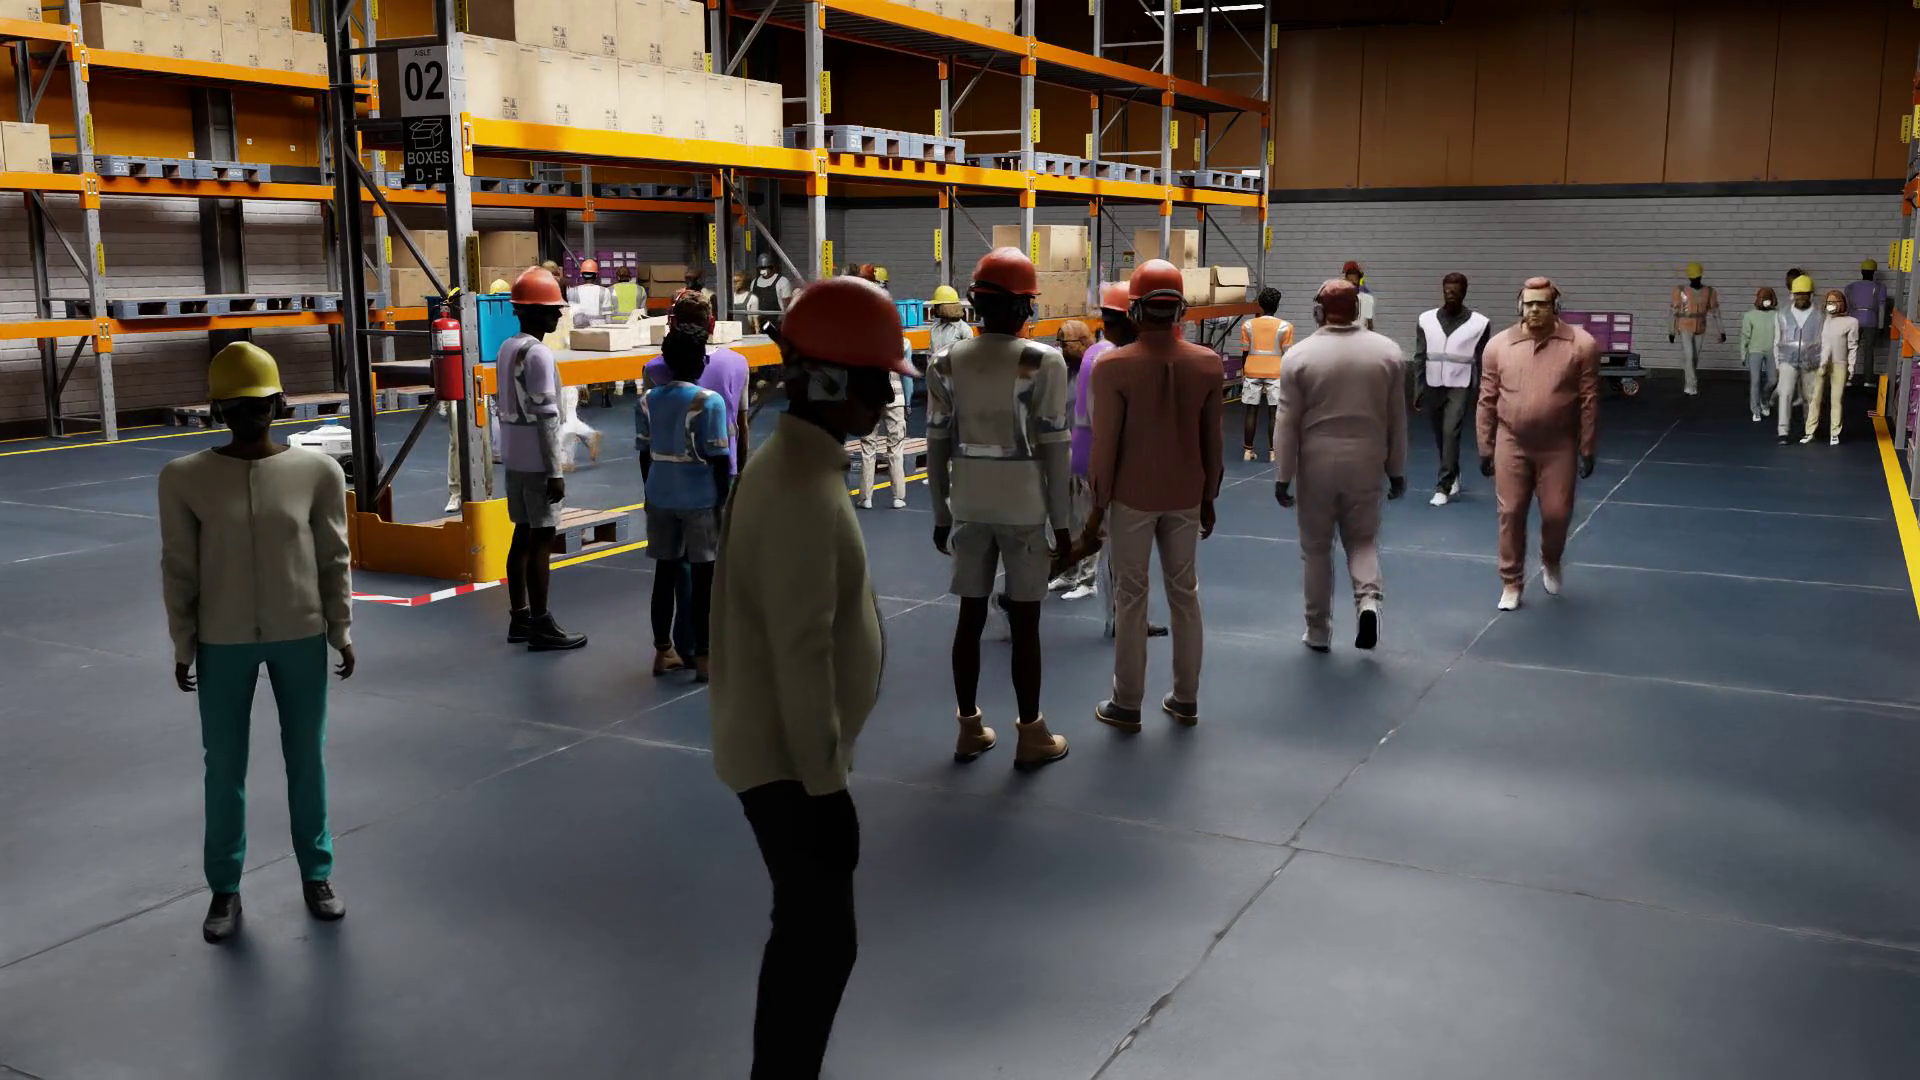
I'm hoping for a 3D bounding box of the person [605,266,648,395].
[{"bbox_3d":[-4.773,-2.994,23.789,0.627,1.843,0.429,-4,10,-20],"label":"person"}]

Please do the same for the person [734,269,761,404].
[{"bbox_3d":[-2.838,-2.638,21.812,0.514,1.821,0.856,5,11,26],"label":"person"}]

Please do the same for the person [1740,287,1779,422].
[{"bbox_3d":[9.678,-2.239,20.037,0.531,1.619,0.405,3,10,17],"label":"person"}]

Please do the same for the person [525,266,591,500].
[{"bbox_3d":[-3.346,-1.263,13.552,0.588,1.910,0.631,-8,12,-38],"label":"person"}]

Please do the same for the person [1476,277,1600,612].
[{"bbox_3d":[3.265,-0.543,9.449,0.668,1.889,0.489,4,11,24],"label":"person"}]

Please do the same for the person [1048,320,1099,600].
[{"bbox_3d":[0.660,-0.460,9.763,0.280,1.618,0.498,-4,11,-23],"label":"person"}]

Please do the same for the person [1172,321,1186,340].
[{"bbox_3d":[3.513,-3.421,26.533,0.369,1.752,0.549,2,10,13],"label":"person"}]

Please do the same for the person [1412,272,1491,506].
[{"bbox_3d":[4.040,-1.253,13.617,0.579,1.880,0.969,7,12,34],"label":"person"}]

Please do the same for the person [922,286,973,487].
[{"bbox_3d":[-0.106,-1.324,14.408,0.492,1.740,0.316,8,13,40],"label":"person"}]

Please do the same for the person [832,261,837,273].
[{"bbox_3d":[-1.754,-2.652,21.362,0.378,1.995,0.609,-3,10,-17],"label":"person"}]

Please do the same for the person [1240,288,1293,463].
[{"bbox_3d":[2.958,-1.583,16.065,0.530,1.686,0.322,4,11,23],"label":"person"}]

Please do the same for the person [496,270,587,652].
[{"bbox_3d":[-2.152,-0.405,8.518,0.376,1.936,0.549,-7,12,-35],"label":"person"}]

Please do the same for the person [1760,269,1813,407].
[{"bbox_3d":[10.889,-2.649,21.867,0.996,1.814,0.513,-3,10,-16],"label":"person"}]

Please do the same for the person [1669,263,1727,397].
[{"bbox_3d":[10.450,-2.963,23.532,0.721,1.874,0.843,0,10,-2],"label":"person"}]

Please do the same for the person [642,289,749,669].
[{"bbox_3d":[-1.274,-0.289,8.113,0.564,1.846,0.390,-8,13,-39],"label":"person"}]

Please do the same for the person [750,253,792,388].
[{"bbox_3d":[-2.886,-3.300,24.982,0.689,2.000,0.535,4,11,23],"label":"person"}]

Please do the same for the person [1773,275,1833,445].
[{"bbox_3d":[8.967,-1.922,17.720,0.578,1.803,0.880,6,11,30],"label":"person"}]

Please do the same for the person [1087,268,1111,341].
[{"bbox_3d":[2.072,-3.344,25.805,0.665,1.856,0.989,3,10,18],"label":"person"}]

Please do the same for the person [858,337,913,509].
[{"bbox_3d":[-0.626,-1.048,13.133,0.516,1.633,0.313,0,10,-2],"label":"person"}]

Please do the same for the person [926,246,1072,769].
[{"bbox_3d":[0.165,-0.121,6.563,0.605,2.045,0.388,5,11,27],"label":"person"}]

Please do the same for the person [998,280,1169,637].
[{"bbox_3d":[0.641,-0.396,8.633,0.863,1.895,0.572,-1,10,-3],"label":"person"}]

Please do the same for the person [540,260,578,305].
[{"bbox_3d":[-4.866,-2.368,19.880,0.632,1.940,0.372,-4,11,-21],"label":"person"}]

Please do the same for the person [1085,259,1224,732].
[{"bbox_3d":[0.819,-0.183,7.067,0.623,1.993,0.385,-4,10,-20],"label":"person"}]

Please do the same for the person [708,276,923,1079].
[{"bbox_3d":[-0.297,0.444,3.502,0.454,1.971,0.634,-1,10,-8],"label":"person"}]

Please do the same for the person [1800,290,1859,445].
[{"bbox_3d":[9.187,-1.817,17.572,0.507,1.632,0.268,8,12,38],"label":"person"}]

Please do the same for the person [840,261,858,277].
[{"bbox_3d":[-1.351,-2.838,22.696,0.848,1.916,0.640,1,10,5],"label":"person"}]

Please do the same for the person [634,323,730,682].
[{"bbox_3d":[-1.295,-0.177,7.892,0.540,1.696,0.317,6,11,31],"label":"person"}]

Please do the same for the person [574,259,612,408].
[{"bbox_3d":[-4.814,-2.684,21.713,0.552,1.935,0.374,-2,10,-11],"label":"person"}]

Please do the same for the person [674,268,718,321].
[{"bbox_3d":[-3.549,-2.752,22.437,0.631,1.823,0.631,2,10,14],"label":"person"}]

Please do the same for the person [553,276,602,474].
[{"bbox_3d":[-3.611,-1.531,15.381,0.649,1.817,0.684,7,12,36],"label":"person"}]

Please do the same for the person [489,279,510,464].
[{"bbox_3d":[-4.380,-1.611,15.991,0.523,1.769,0.321,-5,11,-25],"label":"person"}]

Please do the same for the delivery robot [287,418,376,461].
[{"bbox_3d":[-5.575,-0.840,14.761,0.707,0.478,0.477,0,10,-2],"label":"delivery robot"}]

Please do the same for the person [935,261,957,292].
[{"bbox_3d":[-0.153,-3.583,26.972,0.531,1.920,0.653,-1,10,-3],"label":"person"}]

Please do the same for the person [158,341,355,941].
[{"bbox_3d":[-2.074,0.295,4.959,0.526,1.769,0.329,-5,11,-25],"label":"person"}]

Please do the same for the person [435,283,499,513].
[{"bbox_3d":[-3.822,-1.142,13.013,0.565,1.865,0.364,-2,10,-13],"label":"person"}]

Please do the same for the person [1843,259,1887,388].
[{"bbox_3d":[13.591,-3.250,25.014,0.584,1.929,0.371,9,13,41],"label":"person"}]

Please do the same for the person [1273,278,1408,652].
[{"bbox_3d":[1.910,-0.356,8.348,0.679,1.894,0.538,0,10,-1],"label":"person"}]

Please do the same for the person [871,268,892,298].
[{"bbox_3d":[-1.071,-2.729,22.323,0.450,1.820,0.622,-8,13,-40],"label":"person"}]

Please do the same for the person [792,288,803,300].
[{"bbox_3d":[-1.752,-1.976,18.477,0.308,1.641,0.516,-5,11,-28],"label":"person"}]

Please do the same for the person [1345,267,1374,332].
[{"bbox_3d":[4.691,-2.335,19.918,0.550,1.856,0.438,7,12,36],"label":"person"}]

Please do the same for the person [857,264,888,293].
[{"bbox_3d":[-1.183,-2.596,21.356,0.584,1.882,0.337,-3,10,-19],"label":"person"}]

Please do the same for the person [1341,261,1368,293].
[{"bbox_3d":[6.219,-3.473,26.446,0.554,1.895,0.959,-5,11,-26],"label":"person"}]

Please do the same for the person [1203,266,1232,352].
[{"bbox_3d":[3.946,-3.346,25.881,0.589,1.822,0.403,0,10,1],"label":"person"}]
